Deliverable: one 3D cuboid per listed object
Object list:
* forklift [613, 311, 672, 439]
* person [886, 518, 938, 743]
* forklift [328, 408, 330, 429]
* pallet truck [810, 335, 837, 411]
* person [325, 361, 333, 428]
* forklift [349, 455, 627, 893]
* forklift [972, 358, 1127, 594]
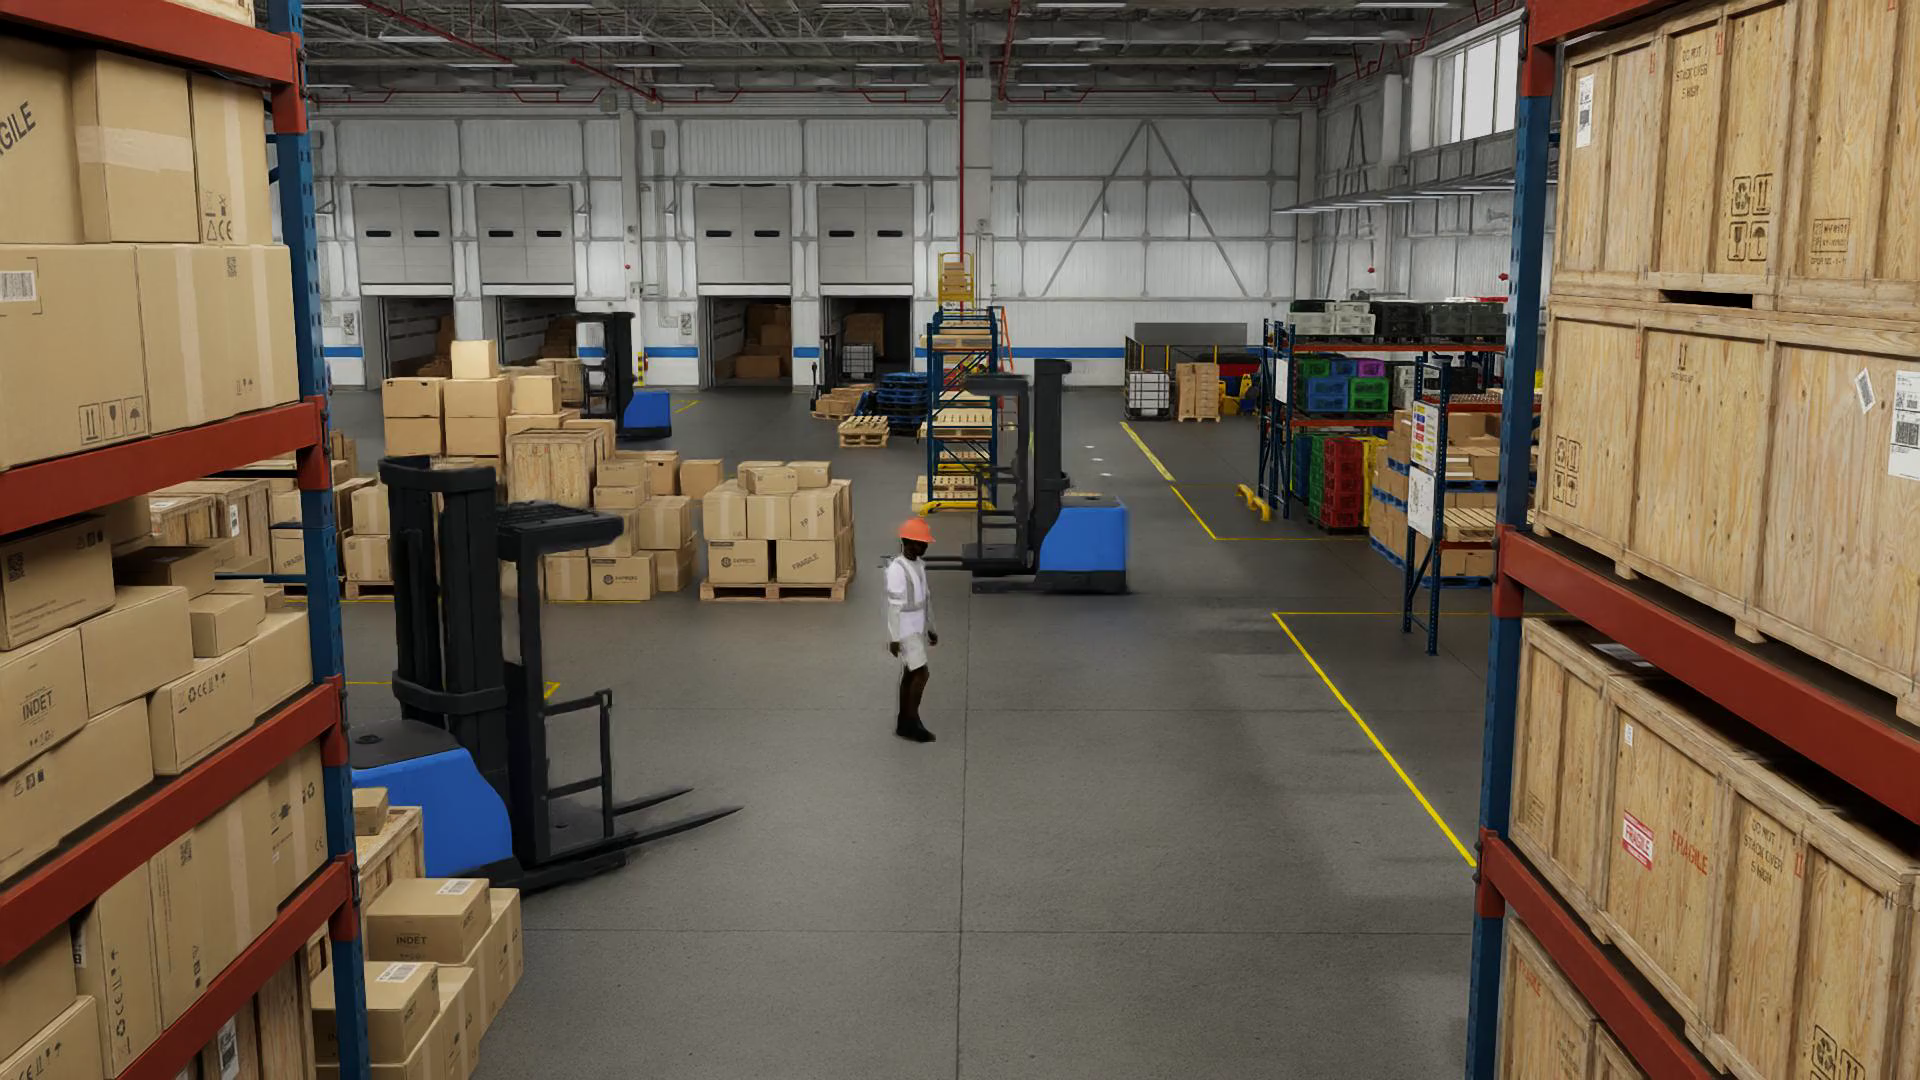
[{"bbox_3d":[-7.380,-3.629,36.642,1.873,2.768,1.129,-3,10,-16],"label":"forklift"},{"bbox_3d":[-0.336,0.762,14.066,0.541,1.919,0.567,4,10,20],"label":"person"},{"bbox_3d":[-13.015,-2.830,32.031,1.129,2.768,1.873,0,10,1],"label":"forklift"},{"bbox_3d":[-3.021,-4.312,43.126,1.885,1.965,0.823,3,10,17],"label":"pallet truck"},{"bbox_3d":[-15.031,-3.576,39.053,0.553,1.935,0.361,-4,11,-22],"label":"person"},{"bbox_3d":[-3.288,0.876,10.645,1.873,2.768,1.129,-10,14,-44],"label":"forklift"},{"bbox_3d":[1.086,-0.806,20.352,1.873,2.768,1.129,0,10,1],"label":"forklift"}]
